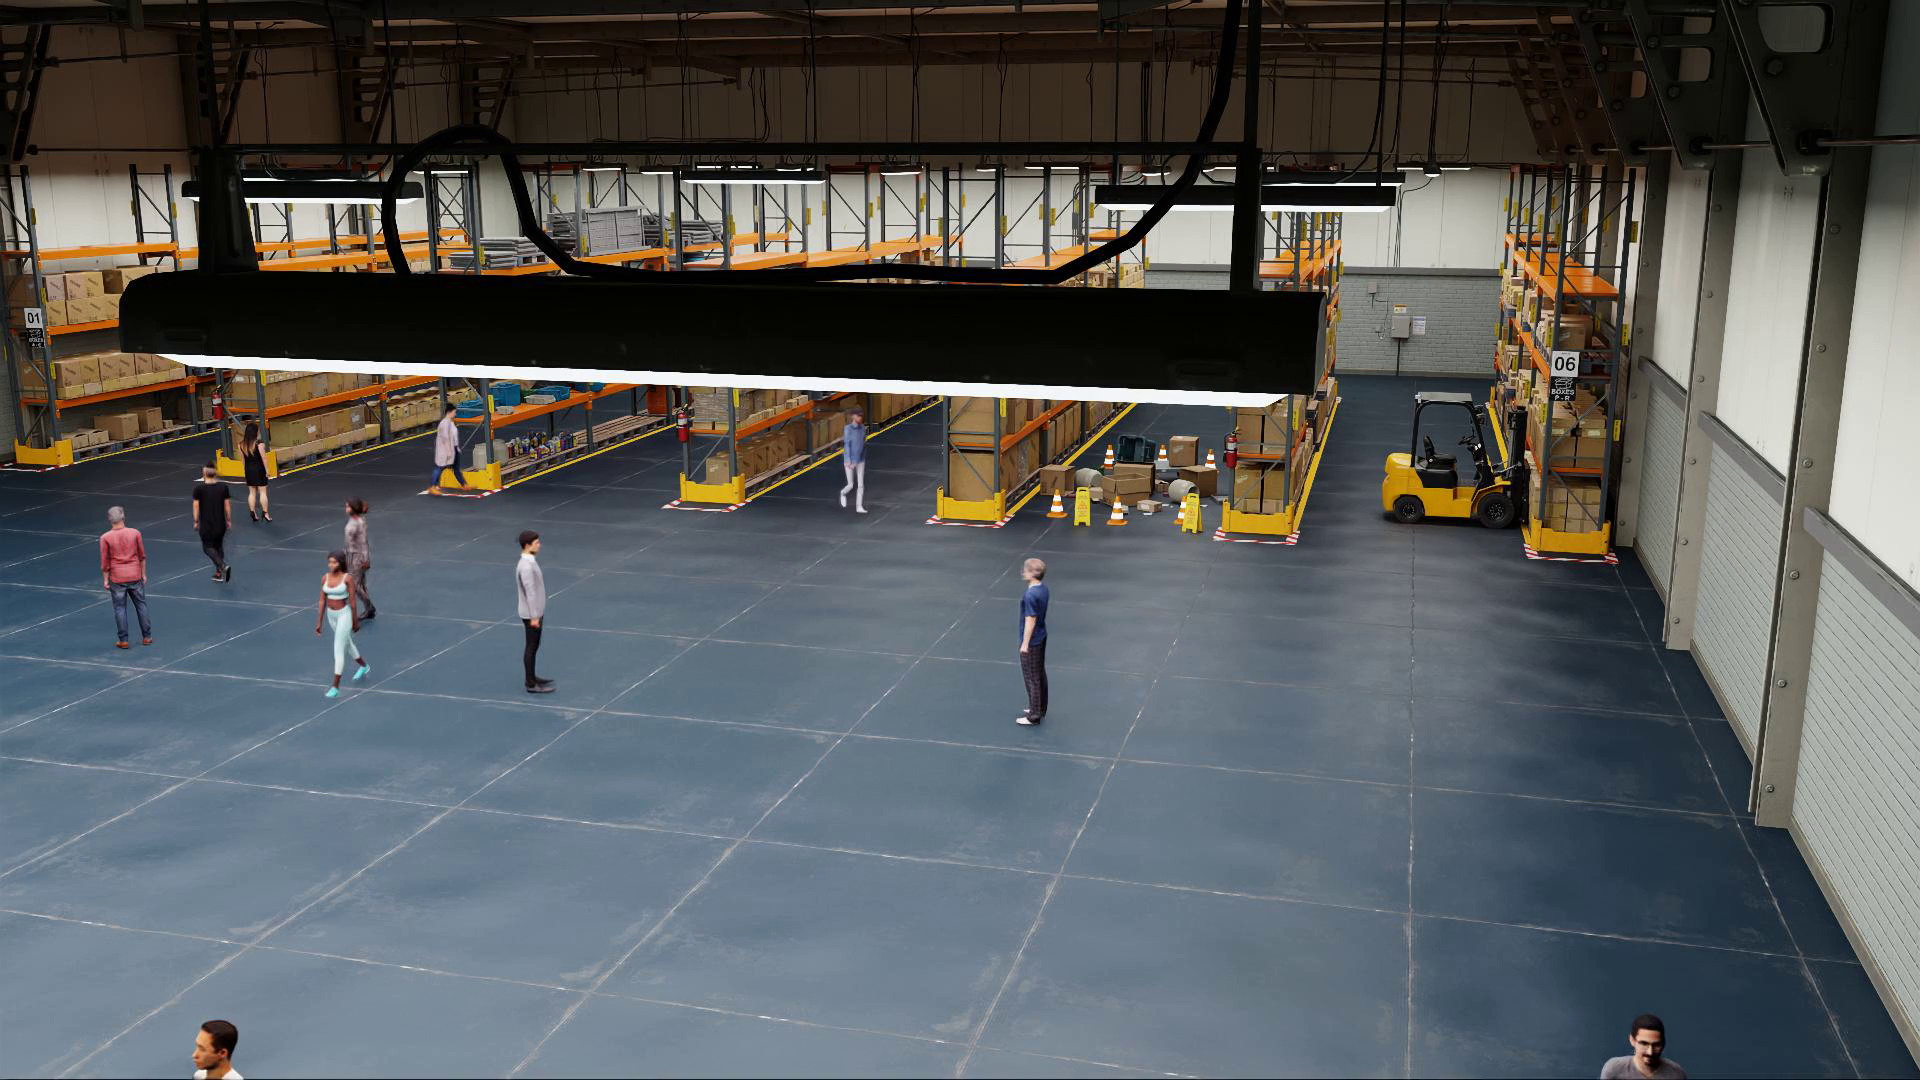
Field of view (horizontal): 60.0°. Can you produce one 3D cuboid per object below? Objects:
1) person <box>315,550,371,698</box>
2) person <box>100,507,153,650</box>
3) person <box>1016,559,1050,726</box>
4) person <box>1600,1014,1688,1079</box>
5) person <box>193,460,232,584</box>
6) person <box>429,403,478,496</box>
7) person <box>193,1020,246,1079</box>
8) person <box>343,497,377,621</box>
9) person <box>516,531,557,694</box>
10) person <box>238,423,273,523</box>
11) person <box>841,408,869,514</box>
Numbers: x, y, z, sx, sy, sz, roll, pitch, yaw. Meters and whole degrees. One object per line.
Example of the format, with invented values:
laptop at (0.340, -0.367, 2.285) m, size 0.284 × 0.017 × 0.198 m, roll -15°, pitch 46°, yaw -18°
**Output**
person at (-7.259, 0.951, 19.609) m, size 0.572 × 1.680 × 1.172 m, roll 4°, pitch 14°, yaw 16°
person at (-10.715, 0.470, 21.355) m, size 0.725 × 1.831 × 0.820 m, roll -9°, pitch 16°, yaw -35°
person at (0.823, 1.113, 18.489) m, size 0.736 × 1.870 × 0.510 m, roll 5°, pitch 14°, yaw 20°
person at (3.682, 3.361, 9.103) m, size 0.665 × 1.725 × 0.972 m, roll 3°, pitch 13°, yaw 12°
person at (-10.934, -0.244, 24.404) m, size 1.008 × 1.845 × 1.050 m, roll 11°, pitch 17°, yaw 40°
person at (-9.601, -1.659, 30.843) m, size 0.960 × 1.698 × 1.107 m, roll 1°, pitch 13°, yaw 3°
person at (-3.888, 3.379, 8.855) m, size 0.714 × 1.801 × 0.683 m, roll 10°, pitch 17°, yaw 38°
person at (-8.072, 0.255, 22.564) m, size 0.758 × 1.703 × 0.704 m, roll -10°, pitch 16°, yaw -36°
person at (-5.054, 0.831, 19.593) m, size 0.895 × 1.922 × 0.756 m, roll -3°, pitch 13°, yaw -14°
person at (-12.129, -1.161, 28.646) m, size 0.653 × 1.718 × 0.602 m, roll 3°, pitch 13°, yaw 11°
person at (-1.900, -1.408, 29.390) m, size 0.967 × 1.864 × 1.003 m, roll -9°, pitch 16°, yaw -34°
